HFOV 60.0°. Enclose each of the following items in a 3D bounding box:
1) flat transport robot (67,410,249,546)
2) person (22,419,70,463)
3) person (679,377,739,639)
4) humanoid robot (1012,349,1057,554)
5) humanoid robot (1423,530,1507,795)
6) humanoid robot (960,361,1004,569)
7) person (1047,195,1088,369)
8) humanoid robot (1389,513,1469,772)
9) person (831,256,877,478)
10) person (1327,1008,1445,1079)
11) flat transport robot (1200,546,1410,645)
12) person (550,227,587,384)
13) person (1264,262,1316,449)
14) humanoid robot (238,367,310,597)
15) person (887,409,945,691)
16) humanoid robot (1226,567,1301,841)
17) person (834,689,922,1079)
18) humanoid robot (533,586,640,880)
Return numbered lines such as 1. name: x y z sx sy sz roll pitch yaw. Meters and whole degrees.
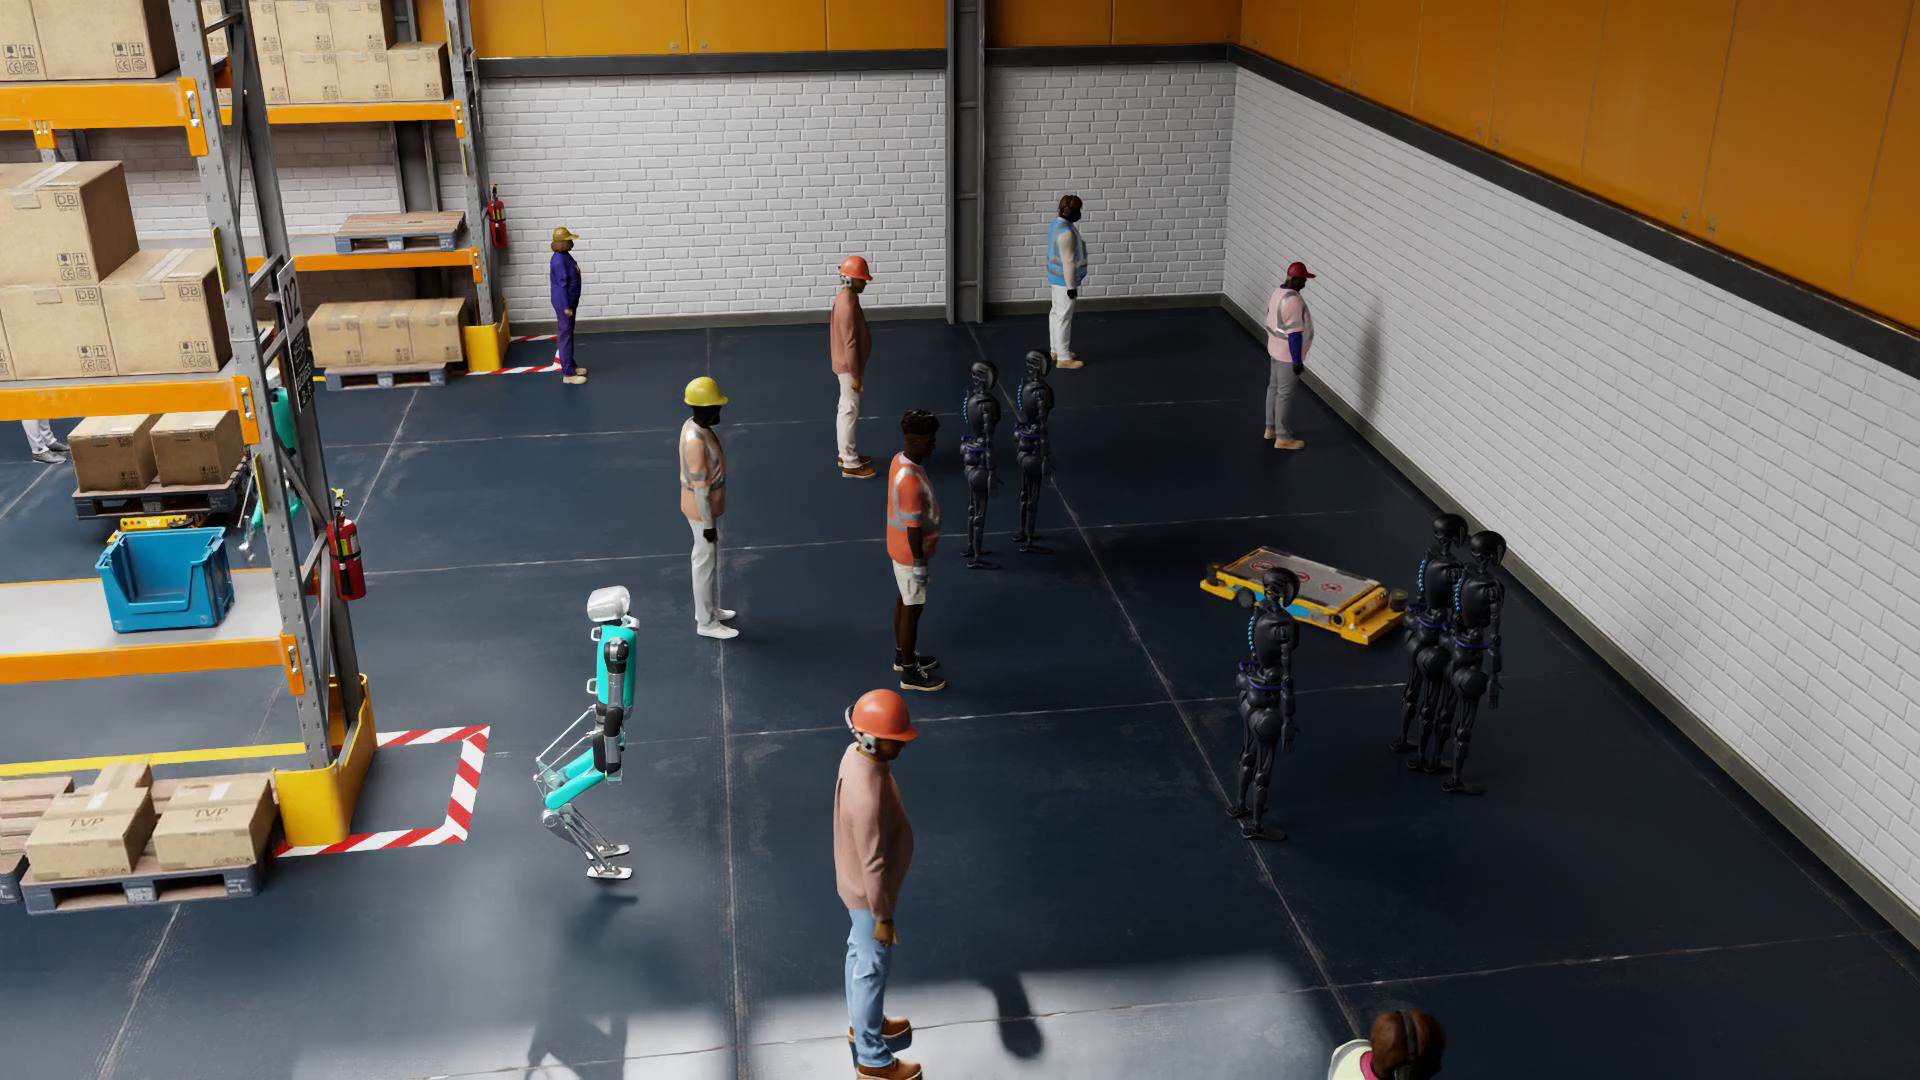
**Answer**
1. flat transport robot: -6.648 -0.290 14.056 0.659 0.231 1.431 -3 24 -8
2. person: -8.466 -1.667 15.105 0.417 1.953 0.488 -3 24 -7
3. person: -1.802 -0.238 11.877 0.370 1.928 0.584 -3 24 -7
4. humanoid robot: 0.596 -0.730 13.296 0.315 1.653 0.599 -3 24 -8
5. humanoid robot: 3.062 0.710 10.009 0.315 1.657 0.599 -3 24 -8
6. humanoid robot: 0.169 -0.608 13.018 0.315 1.653 0.599 -3 24 -8
7. person: 1.141 -2.761 17.737 0.430 1.839 0.618 -3 24 -7
8. humanoid robot: 2.915 0.605 10.248 0.315 1.657 0.599 -3 24 -8
9. person: -0.947 -1.540 14.770 0.387 1.987 0.608 -3 24 -7
10. person: 1.500 2.429 5.906 0.430 1.845 0.618 -3 24 -7
11. flat transport robot: 2.588 0.396 12.495 1.431 0.231 0.659 19 30 37
12. person: -4.068 -2.449 17.286 0.341 1.623 0.455 -3 24 -7
13. person: 3.067 -1.727 15.490 0.419 1.750 0.610 -3 24 -7
14. humanoid robot: -5.137 -0.333 12.348 0.535 1.794 0.809 4 24 8
15. person: -0.305 0.057 11.166 0.368 1.959 0.600 -3 24 -7
16. humanoid robot: 1.762 0.915 9.549 0.315 1.653 0.599 -3 24 -8
17. person: -0.378 1.582 7.658 0.387 1.987 0.608 -3 24 -7
18. humanoid robot: -2.056 1.060 8.989 0.735 1.677 0.533 -3 24 -8
